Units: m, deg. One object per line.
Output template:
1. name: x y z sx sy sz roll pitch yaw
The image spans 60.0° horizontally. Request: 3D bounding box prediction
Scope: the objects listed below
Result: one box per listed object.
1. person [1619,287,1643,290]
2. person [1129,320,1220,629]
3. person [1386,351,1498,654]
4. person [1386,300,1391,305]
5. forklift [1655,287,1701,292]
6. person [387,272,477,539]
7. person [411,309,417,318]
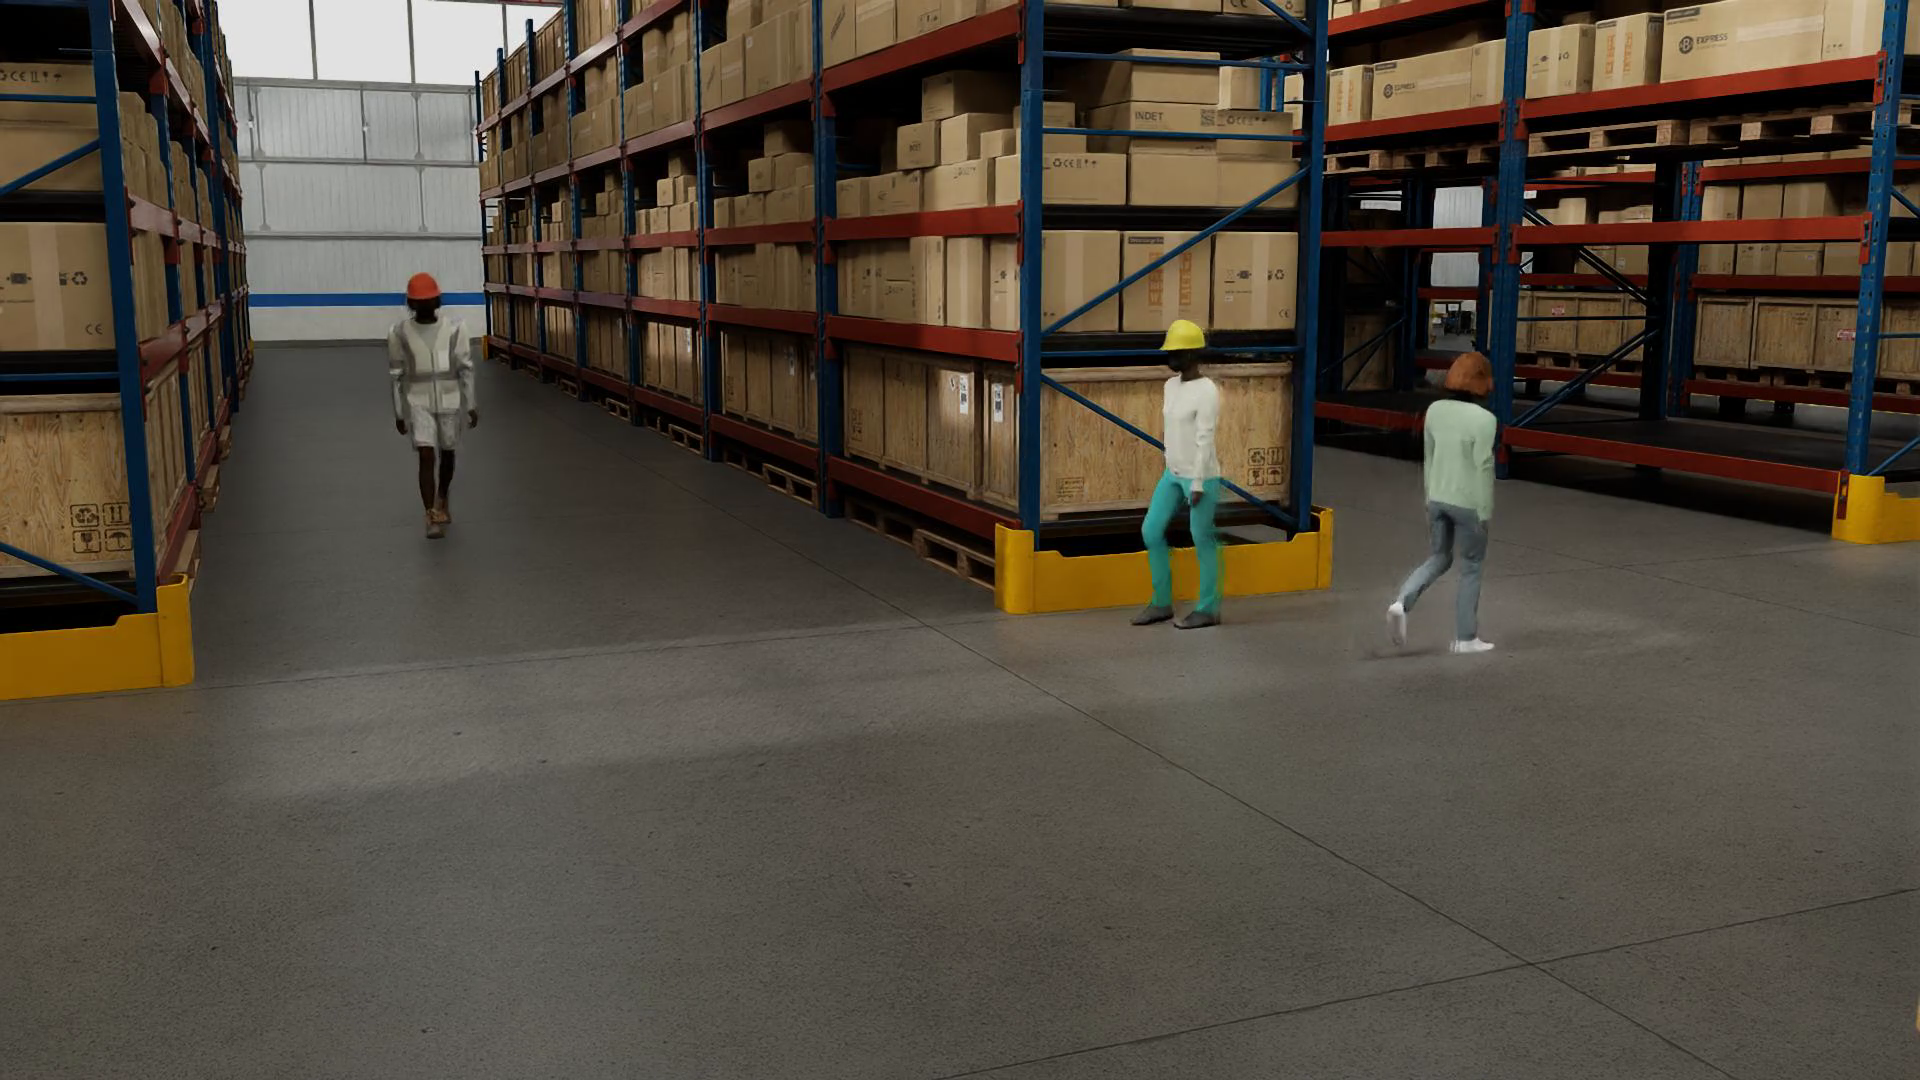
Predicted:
1. person: 16.510 -5.734 41.118 0.400 1.910 0.643 -7 12 -35
2. person: 1.202 -0.350 9.318 0.621 1.742 0.554 -4 10 -24
3. person: 2.560 -0.181 8.713 0.570 1.617 0.506 -5 11 -29
4. person: 10.599 -5.654 41.319 0.940 1.679 0.496 -1 10 -9
5. forklift: 13.559 -4.612 31.486 1.873 2.768 1.129 -4 10 -22
6. person: -4.063 -1.054 12.807 0.609 2.011 0.942 -4 10 -24
7. person: -11.793 -4.940 36.700 0.877 1.786 0.616 -1 10 -9
